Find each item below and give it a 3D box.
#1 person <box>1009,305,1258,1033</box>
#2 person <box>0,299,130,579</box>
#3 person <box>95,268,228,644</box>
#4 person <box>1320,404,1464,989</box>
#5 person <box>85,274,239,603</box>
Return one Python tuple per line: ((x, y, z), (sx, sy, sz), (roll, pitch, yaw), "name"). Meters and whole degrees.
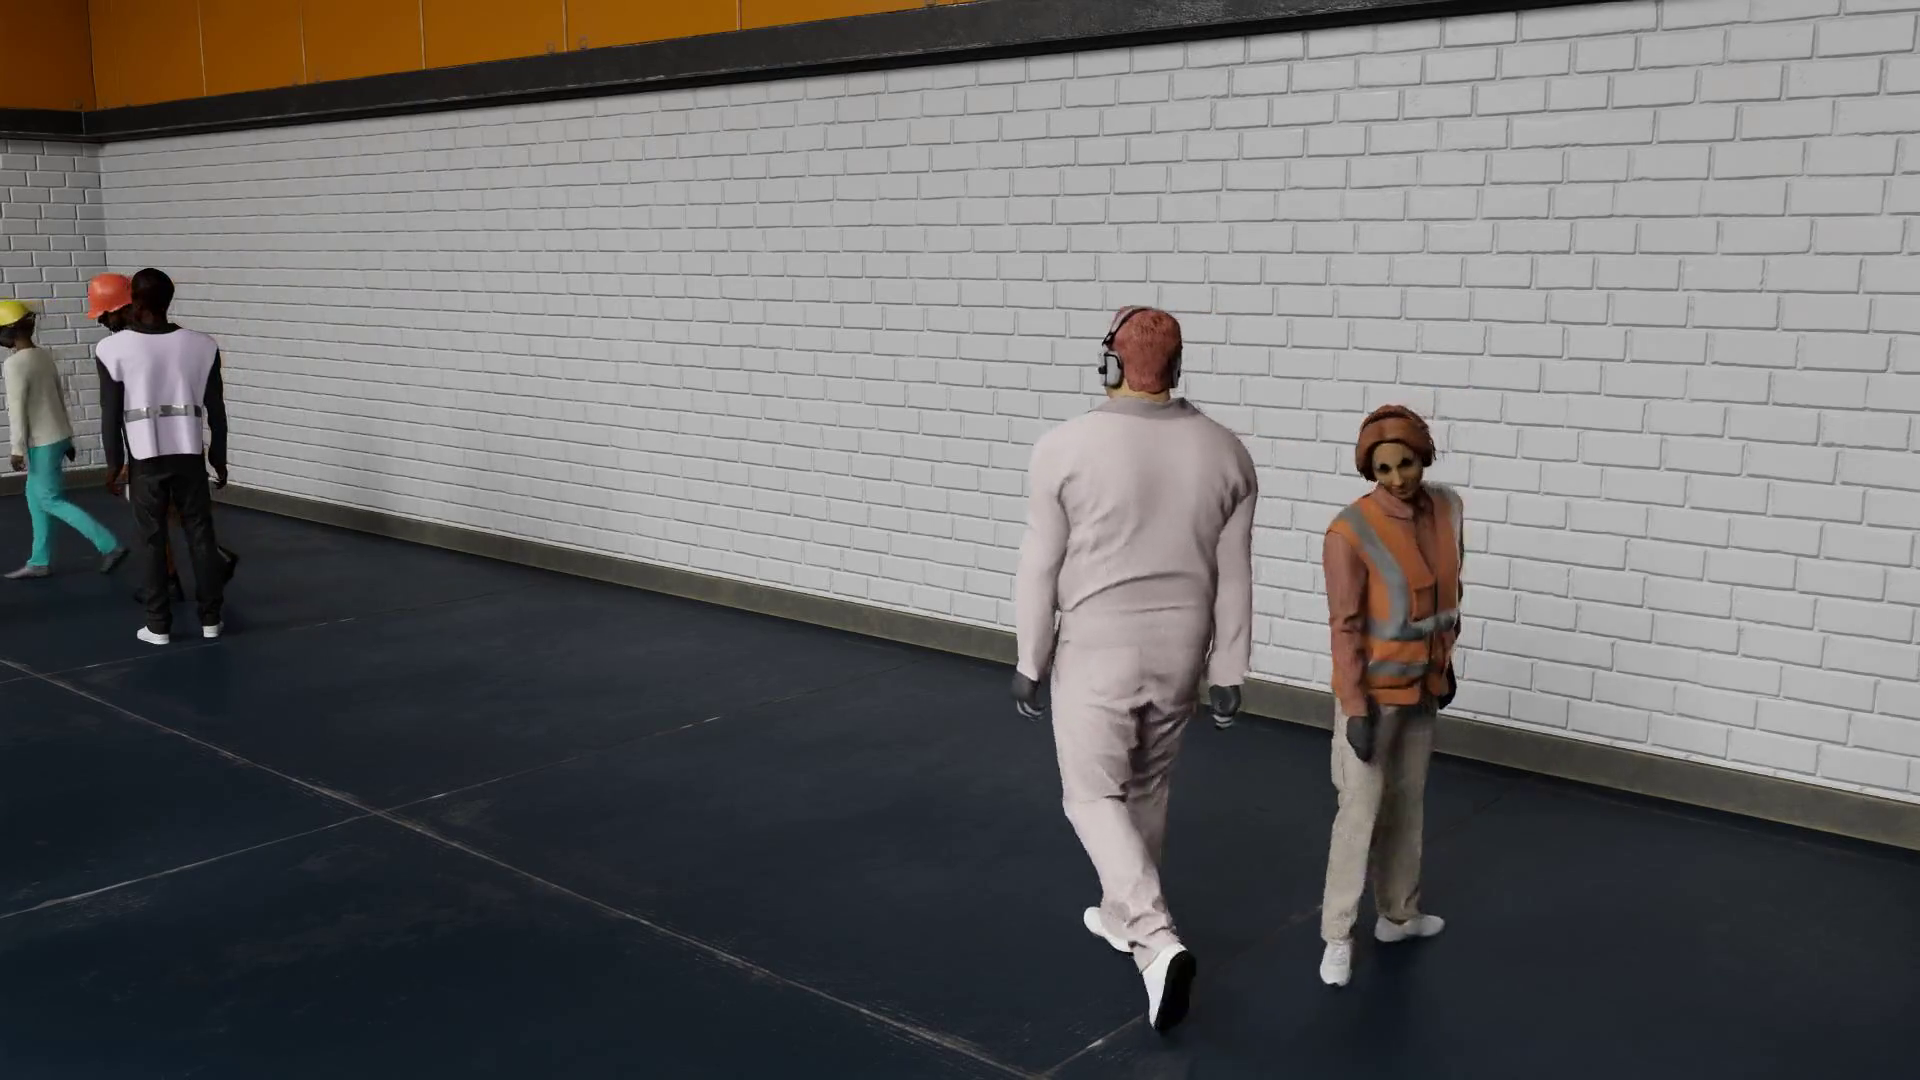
((0.482, 0.318, 4.448), (0.642, 1.878, 0.838), (-4, 11, -20), "person")
((-5.472, -0.600, 10.091), (0.711, 1.725, 0.532), (-2, 10, -11), "person")
((-4.065, -0.424, 8.532), (0.596, 1.920, 0.379), (-7, 12, -37), "person")
((1.236, 0.417, 4.625), (0.644, 1.611, 0.326), (-8, 13, -37), "person")
((-4.466, -0.543, 9.301), (0.561, 1.884, 0.625), (2, 10, 12), "person")
